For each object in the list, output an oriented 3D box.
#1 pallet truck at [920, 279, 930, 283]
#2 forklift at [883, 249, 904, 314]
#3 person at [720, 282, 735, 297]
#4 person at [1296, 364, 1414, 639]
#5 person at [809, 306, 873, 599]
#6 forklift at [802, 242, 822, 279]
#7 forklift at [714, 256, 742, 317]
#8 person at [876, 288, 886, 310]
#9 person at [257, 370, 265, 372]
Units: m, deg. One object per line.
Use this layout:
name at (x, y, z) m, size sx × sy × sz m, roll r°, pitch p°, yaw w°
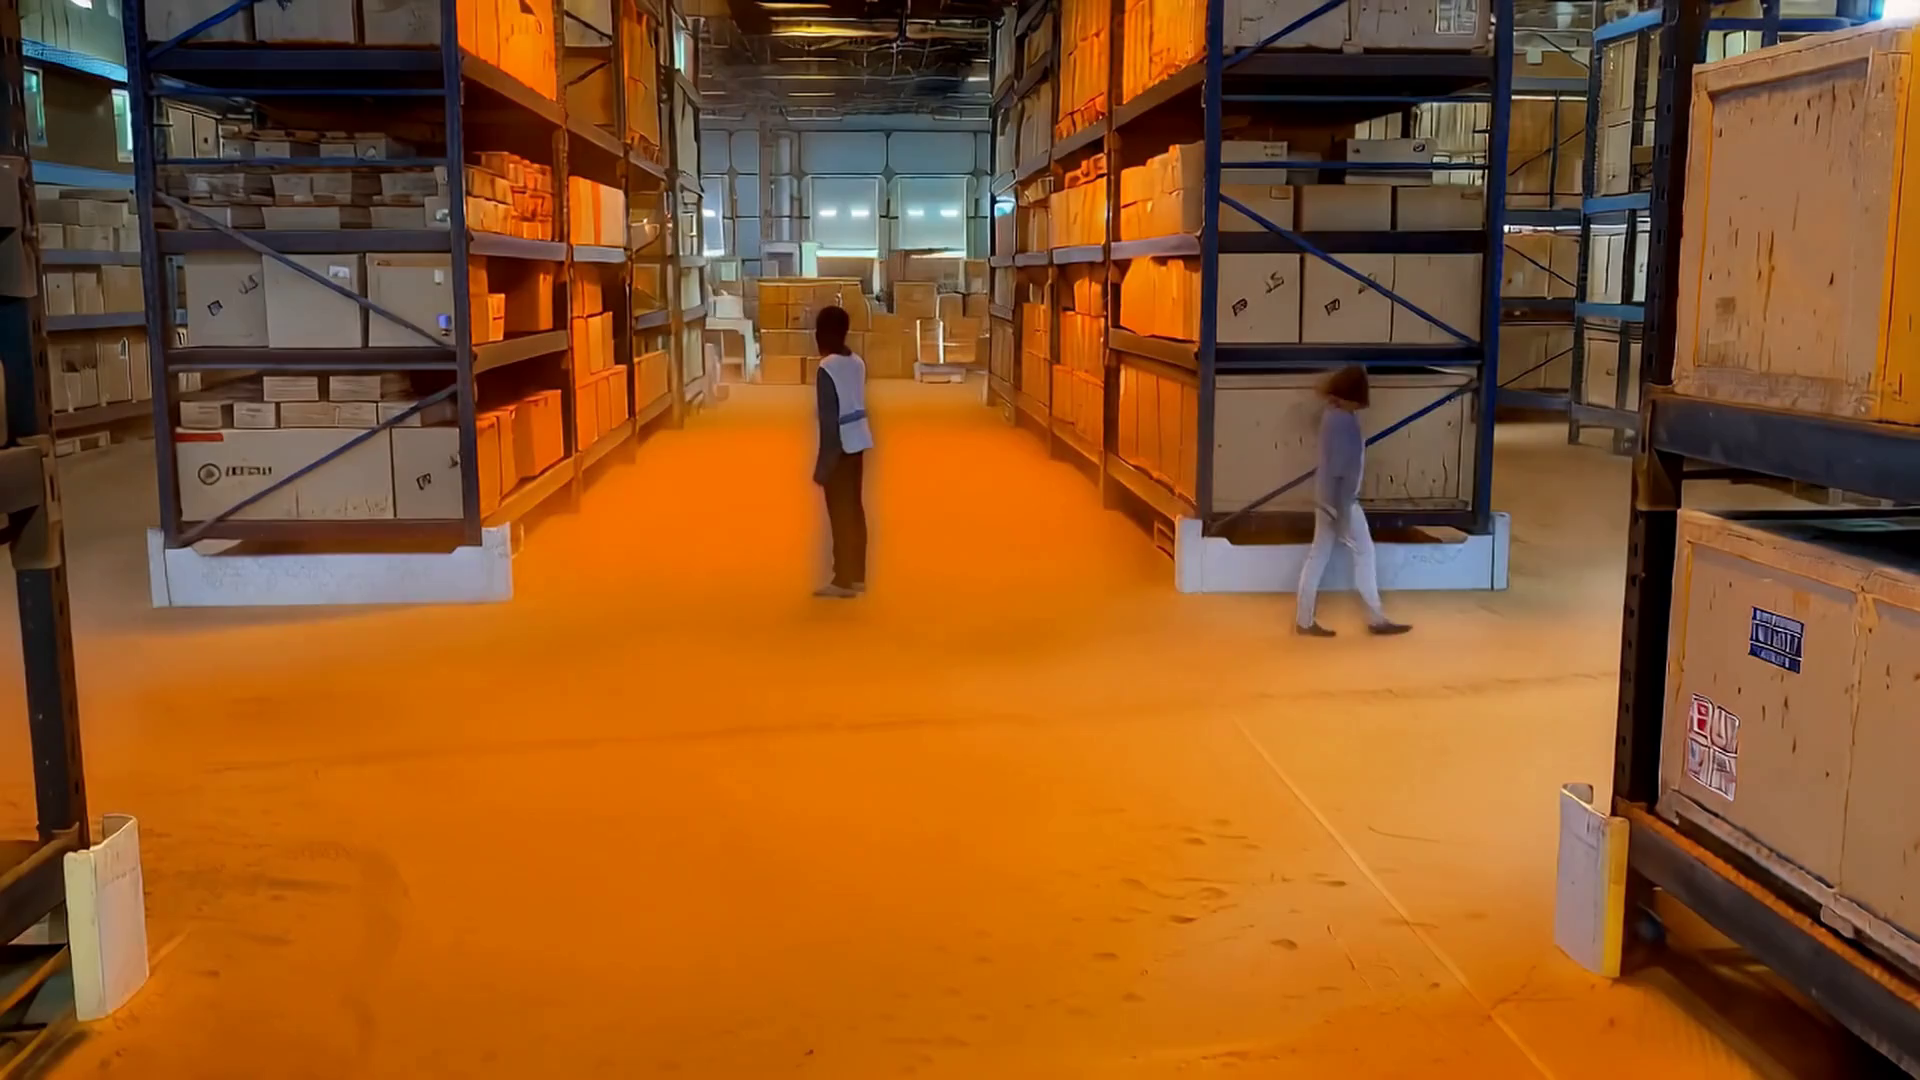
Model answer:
pallet truck at (-0.932, -8.922, 63.114) m, size 1.885 × 1.965 × 0.823 m, roll 2°, pitch 9°, yaw 13°
forklift at (-1.786, -6.475, 44.989) m, size 1.873 × 2.768 × 1.129 m, roll 2°, pitch 9°, yaw 11°
person at (-7.598, -7.442, 54.153) m, size 0.867 × 1.888 × 0.651 m, roll 4°, pitch 10°, yaw 24°
person at (2.304, -0.211, 9.630) m, size 0.755 × 1.600 × 0.520 m, roll -1°, pitch 9°, yaw -5°
person at (-0.784, -0.568, 10.909) m, size 0.398 × 1.920 × 0.588 m, roll 3°, pitch 10°, yaw 18°
forklift at (-3.263, -5.129, 36.534) m, size 1.873 × 2.768 × 1.129 m, roll -1°, pitch 9°, yaw -5°
forklift at (-8.481, -8.973, 60.670) m, size 1.129 × 2.768 × 1.873 m, roll -1°, pitch 9°, yaw -4°
person at (-3.150, -9.321, 66.892) m, size 0.536 × 1.593 × 0.856 m, roll 6°, pitch 11°, yaw 32°
person at (-9.401, -2.499, 22.937) m, size 0.629 × 1.947 × 0.552 m, roll -1°, pitch 9°, yaw -9°
